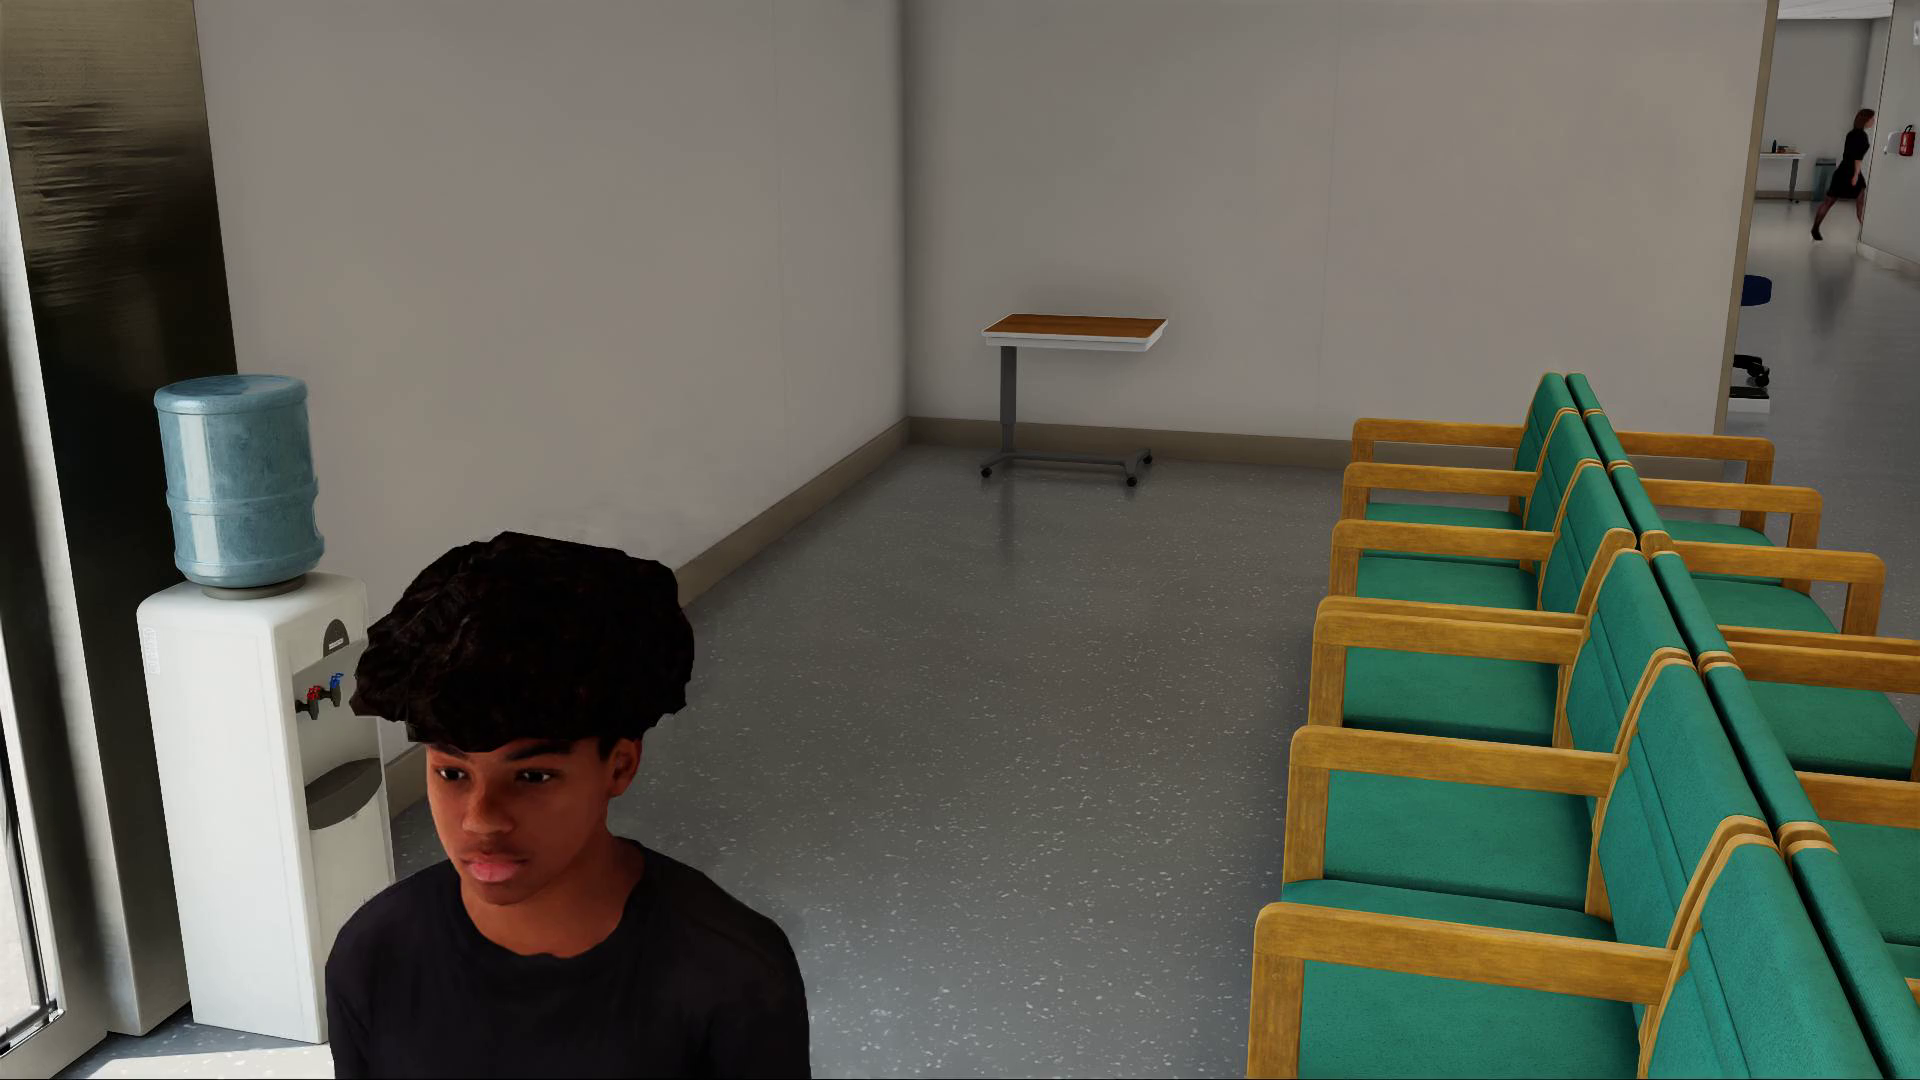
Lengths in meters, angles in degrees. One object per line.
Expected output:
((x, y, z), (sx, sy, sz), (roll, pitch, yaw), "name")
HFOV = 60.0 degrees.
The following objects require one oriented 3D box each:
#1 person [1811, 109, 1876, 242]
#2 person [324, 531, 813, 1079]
((11.203, -4.574, 21.080), (1.147, 1.646, 0.860), (-2, 16, -6), "person")
((-0.331, 0.829, 1.685), (0.978, 1.771, 0.826), (1, 16, 4), "person")
